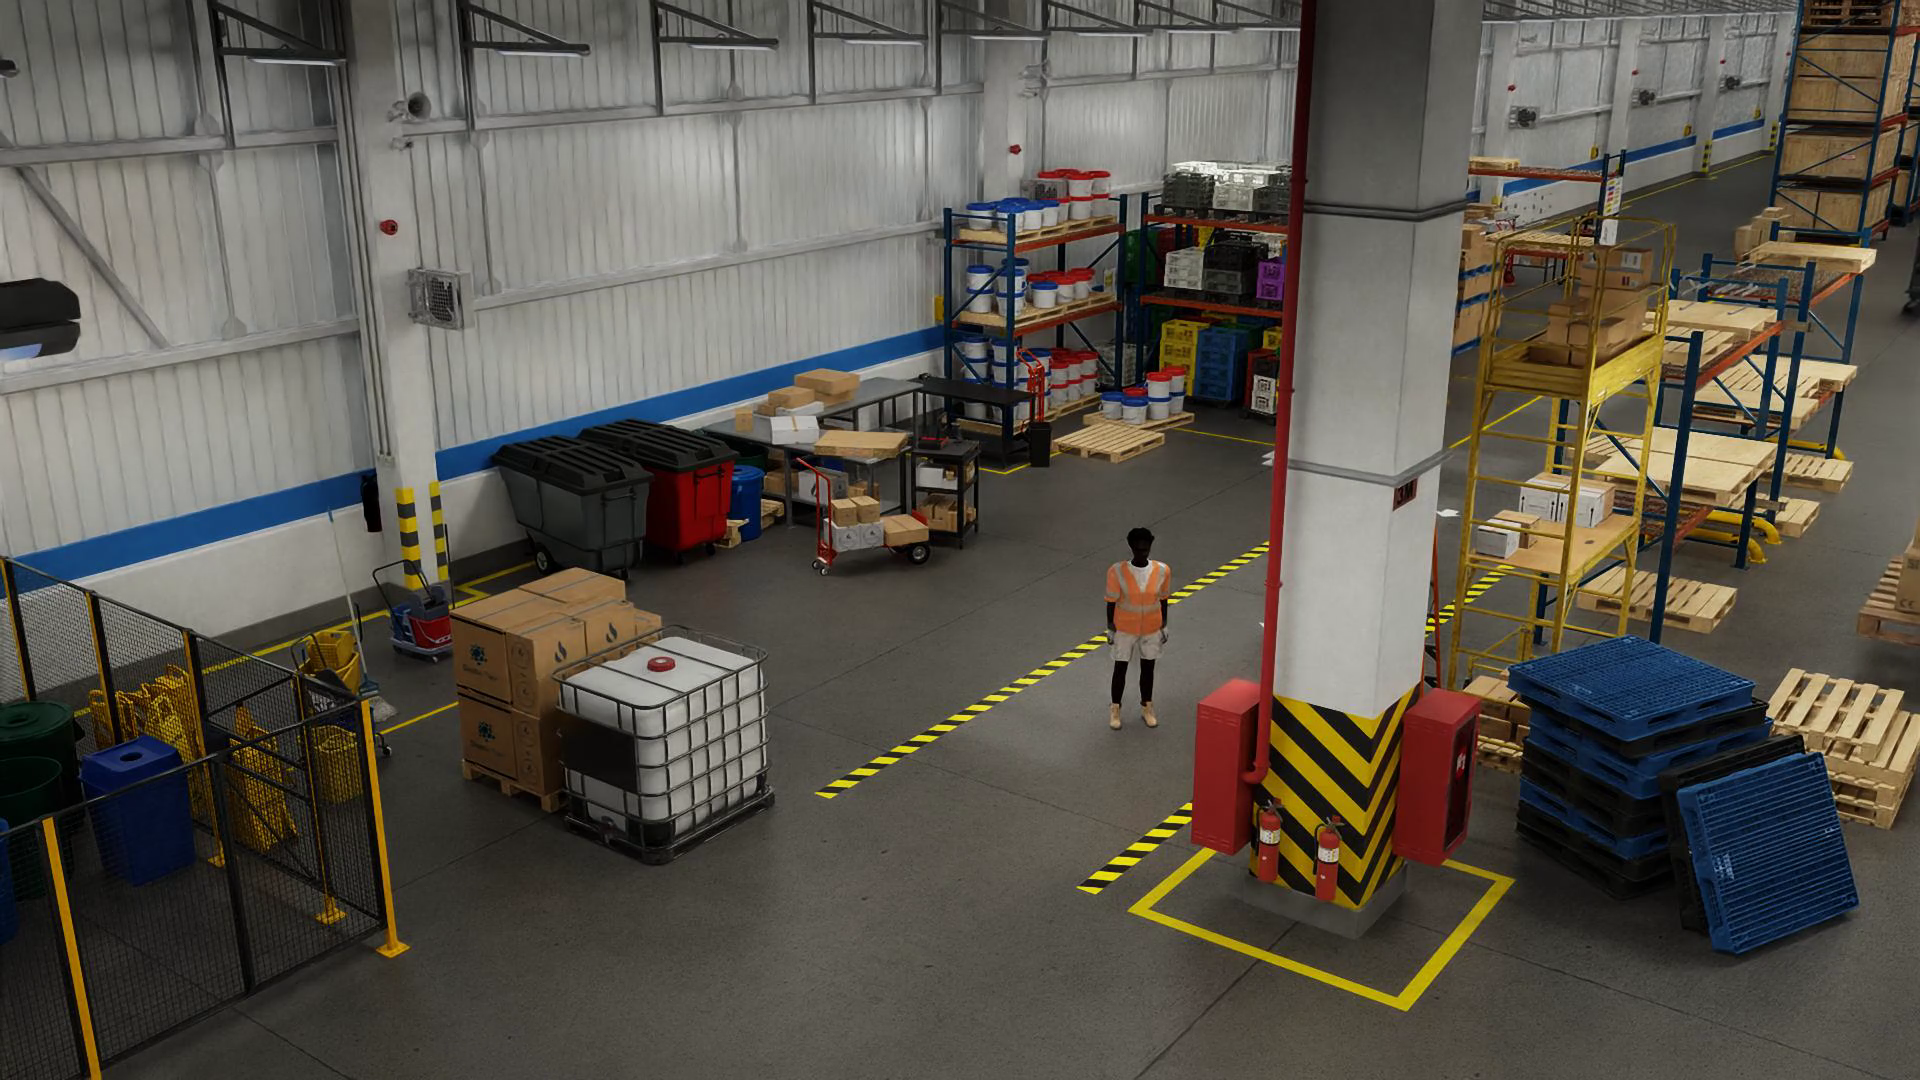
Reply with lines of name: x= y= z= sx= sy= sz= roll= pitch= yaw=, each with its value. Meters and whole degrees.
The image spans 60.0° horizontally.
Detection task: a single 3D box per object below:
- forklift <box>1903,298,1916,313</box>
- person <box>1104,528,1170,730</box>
forklift: x=18.632 y=-5.708 z=31.088 sx=1.129 sy=2.768 sz=1.873 roll=13 pitch=22 yaw=34
person: x=1.421 y=0.706 z=13.330 sx=0.541 sy=1.696 sz=0.315 roll=-3 pitch=18 yaw=-8
